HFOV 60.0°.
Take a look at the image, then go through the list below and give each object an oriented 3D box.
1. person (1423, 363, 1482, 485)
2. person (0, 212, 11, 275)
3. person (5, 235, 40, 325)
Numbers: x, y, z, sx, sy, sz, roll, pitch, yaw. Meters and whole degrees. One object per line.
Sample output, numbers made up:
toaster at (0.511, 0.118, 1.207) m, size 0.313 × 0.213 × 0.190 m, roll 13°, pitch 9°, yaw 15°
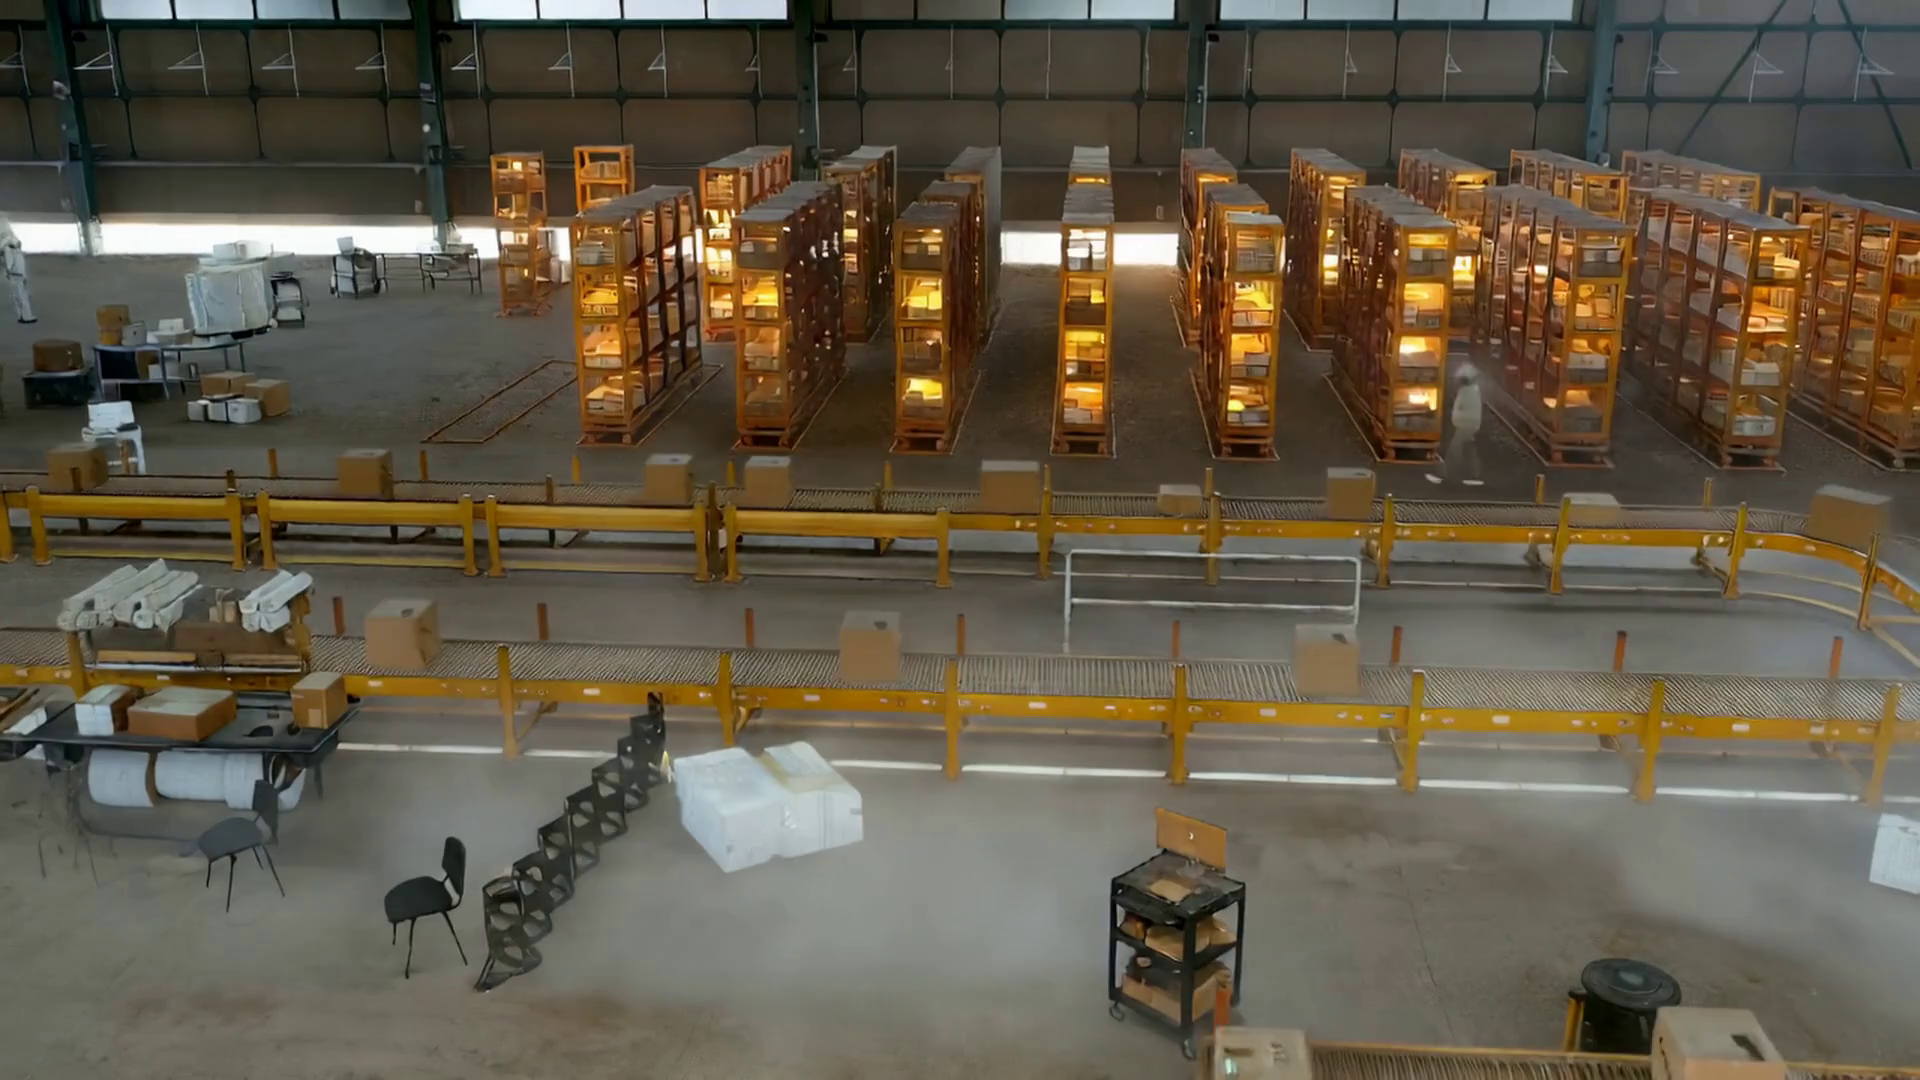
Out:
person at (7.146, -1.650, 23.865) m, size 0.915 × 1.786 × 0.624 m, roll 4°, pitch 18°, yaw 12°
person at (-25.287, -7.956, 43.618) m, size 0.649 × 1.939 × 1.004 m, roll -14°, pitch 22°, yaw -38°
person at (-20.610, -5.698, 36.447) m, size 0.605 × 1.951 × 0.380 m, roll 11°, pitch 20°, yaw 31°
